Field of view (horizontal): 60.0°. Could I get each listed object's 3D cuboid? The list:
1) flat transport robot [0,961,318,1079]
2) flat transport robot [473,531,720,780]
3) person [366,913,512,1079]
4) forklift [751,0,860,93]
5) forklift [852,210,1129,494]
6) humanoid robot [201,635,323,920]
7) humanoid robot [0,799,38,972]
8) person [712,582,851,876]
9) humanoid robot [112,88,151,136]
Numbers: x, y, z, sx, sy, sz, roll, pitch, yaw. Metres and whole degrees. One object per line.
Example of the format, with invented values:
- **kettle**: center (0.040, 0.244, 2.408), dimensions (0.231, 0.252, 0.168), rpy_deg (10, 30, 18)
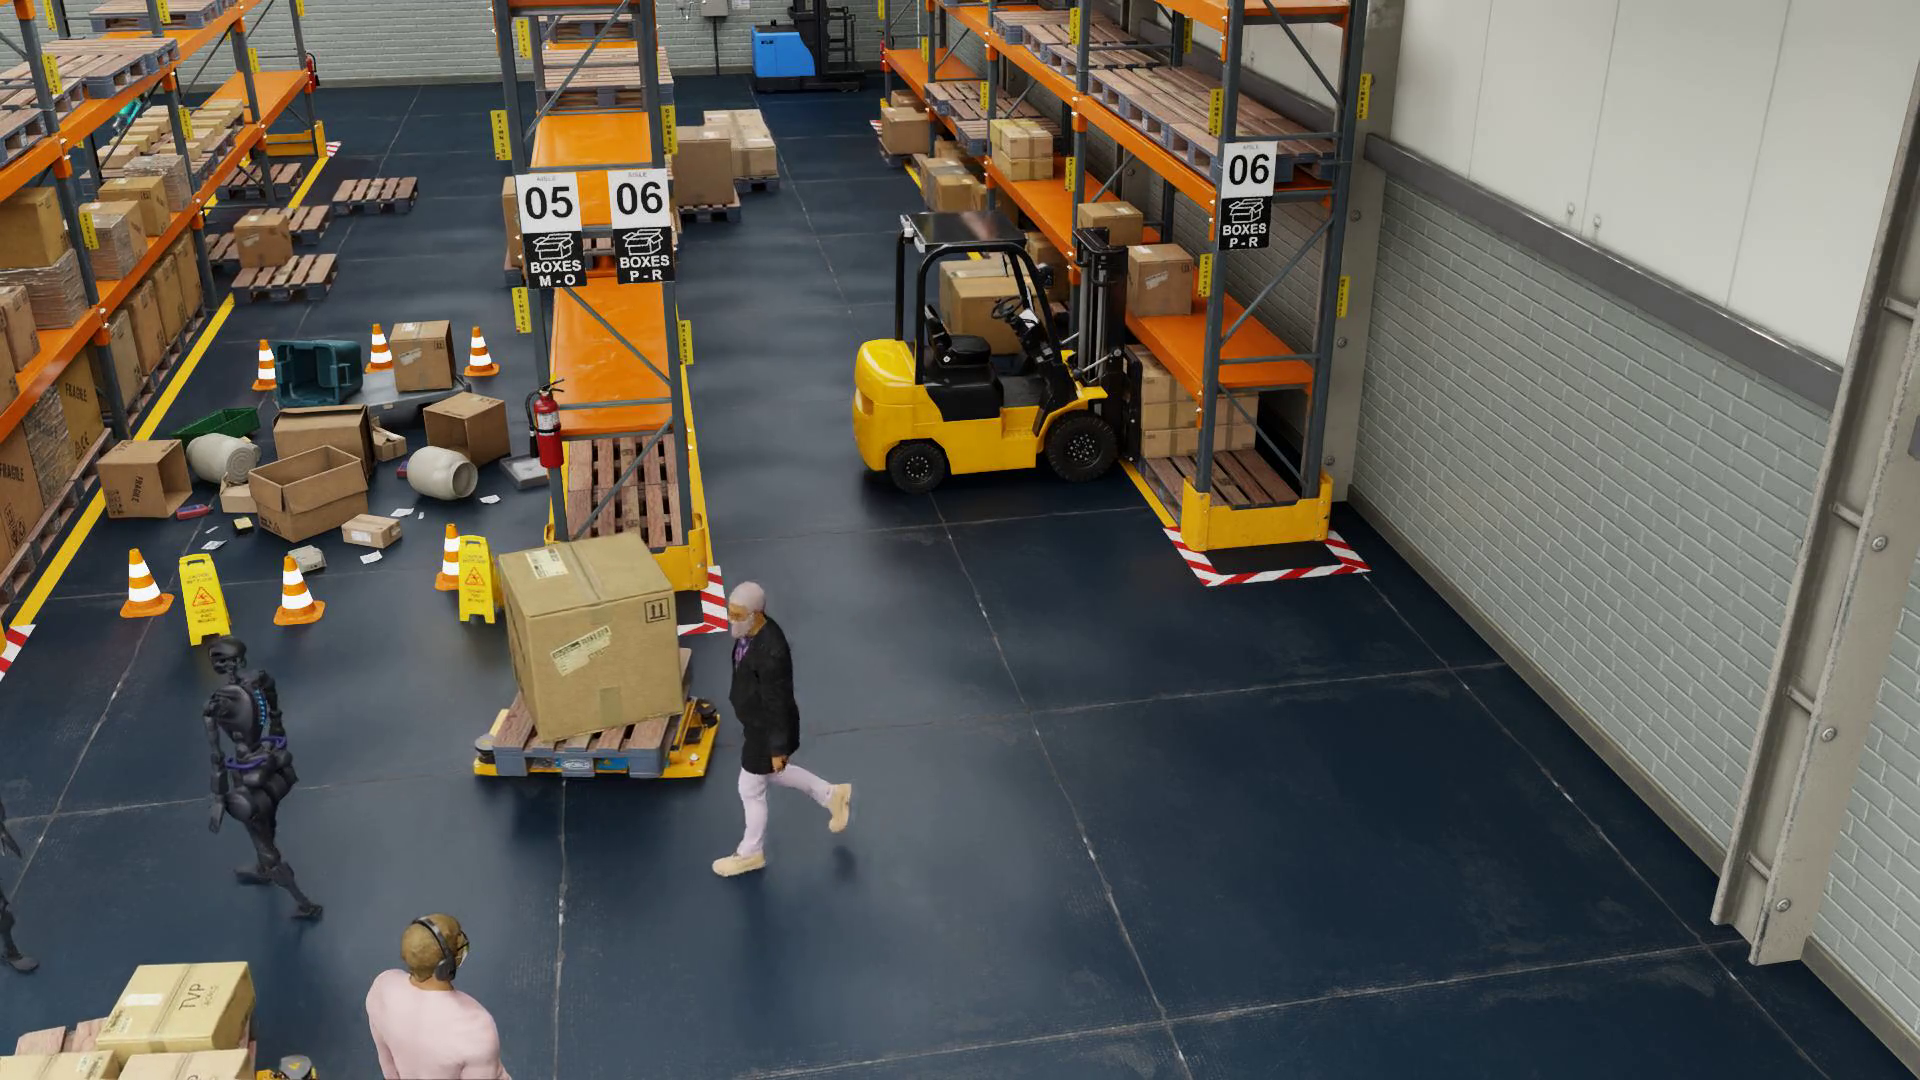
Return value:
- **flat transport robot**: center (-3.649, 2.731, 7.441), dimensions (1.431, 0.231, 0.659), rpy_deg (-8, 27, -16)
- **flat transport robot**: center (-2.282, 1.247, 10.533), dimensions (1.431, 0.231, 0.659), rpy_deg (1, 26, 1)
- **person**: center (-1.955, 2.261, 6.494), dimensions (0.630, 1.939, 0.370), rpy_deg (13, 29, 26)
- **forklift**: center (-2.872, -9.679, 30.288), dimensions (1.873, 2.768, 1.129), rpy_deg (-5, 26, -10)
- **forklift**: center (0.216, -1.659, 14.366), dimensions (2.313, 2.155, 1.214), rpy_deg (-5, 26, -10)
- **humanoid robot**: center (-3.818, 1.270, 8.912), dimensions (0.709, 1.638, 0.615), rpy_deg (7, 27, 14)
- **humanoid robot**: center (-5.112, 1.515, 8.368), dimensions (0.423, 1.650, 0.584), rpy_deg (22, 33, 37)
- **person**: center (-1.012, 1.019, 9.215), dimensions (0.801, 1.822, 0.569), rpy_deg (-8, 27, -16)
- **humanoid robot**: center (-12.805, -6.761, 25.541), dimensions (0.531, 1.797, 0.795), rpy_deg (8, 27, 17)
